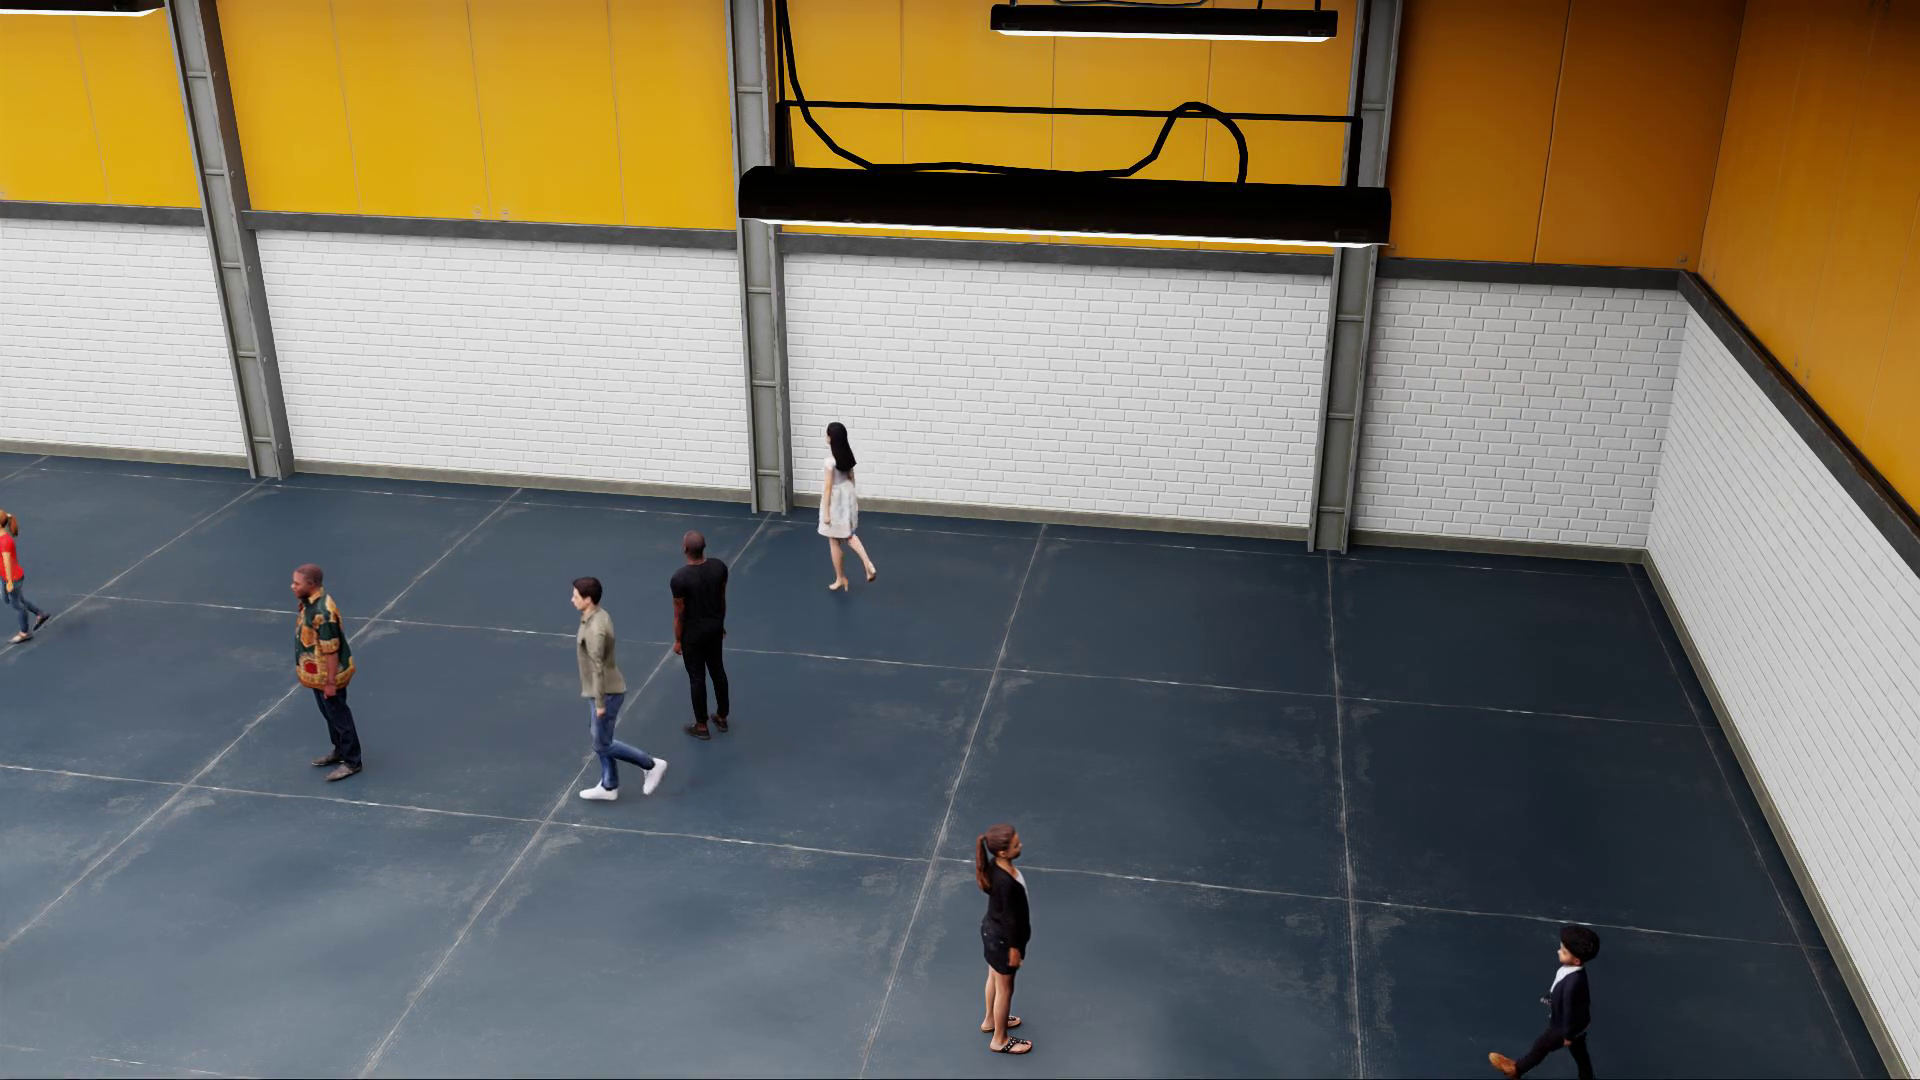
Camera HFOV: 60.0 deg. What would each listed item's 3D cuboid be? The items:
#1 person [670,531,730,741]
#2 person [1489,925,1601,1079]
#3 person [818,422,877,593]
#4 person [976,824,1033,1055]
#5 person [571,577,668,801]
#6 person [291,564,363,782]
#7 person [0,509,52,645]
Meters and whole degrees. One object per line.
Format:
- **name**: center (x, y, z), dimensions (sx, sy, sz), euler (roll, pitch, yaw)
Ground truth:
- **person**: center (-2.101, 0.762, 13.550), dimensions (0.750, 1.820, 0.782), euler (-19, 30, -37)
- **person**: center (3.610, 2.792, 9.691), dimensions (0.906, 1.191, 0.712), euler (15, 28, 31)
- **person**: center (-1.087, -0.267, 15.979), dimensions (0.963, 1.760, 0.807), euler (14, 27, 29)
- **person**: center (0.257, 2.400, 10.134), dimensions (0.643, 1.555, 0.618), euler (-4, 24, -10)
- **person**: center (-2.619, 1.149, 12.643), dimensions (1.028, 1.838, 0.886), euler (-4, 24, -10)
- **person**: center (-4.952, 1.010, 13.000), dimensions (0.877, 1.807, 0.814), euler (-16, 28, -32)
- **person**: center (-8.610, 0.314, 15.222), dimensions (0.709, 1.302, 0.655), euler (-17, 29, -34)
